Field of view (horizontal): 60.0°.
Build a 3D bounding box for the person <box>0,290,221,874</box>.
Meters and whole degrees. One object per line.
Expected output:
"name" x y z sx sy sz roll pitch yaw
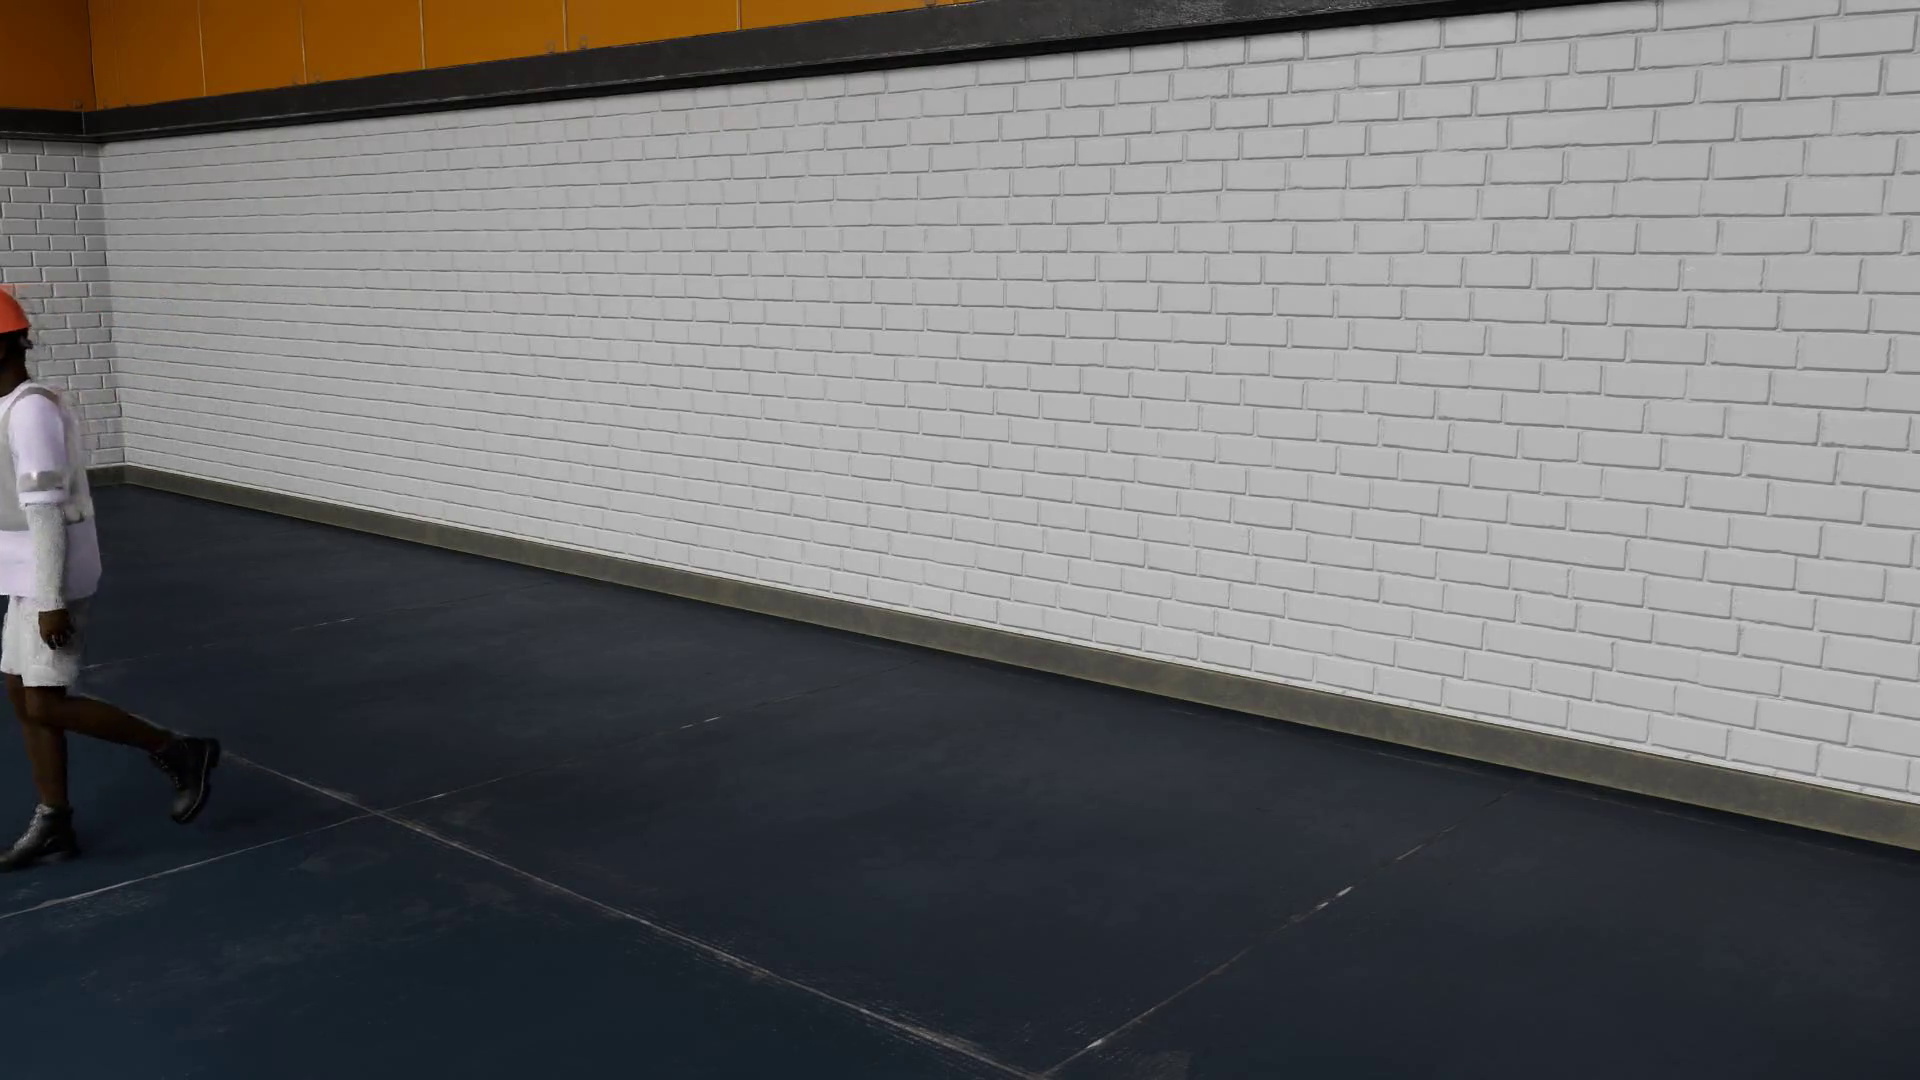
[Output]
"person" -2.909 0.127 5.442 0.692 1.909 0.590 -7 12 -36
